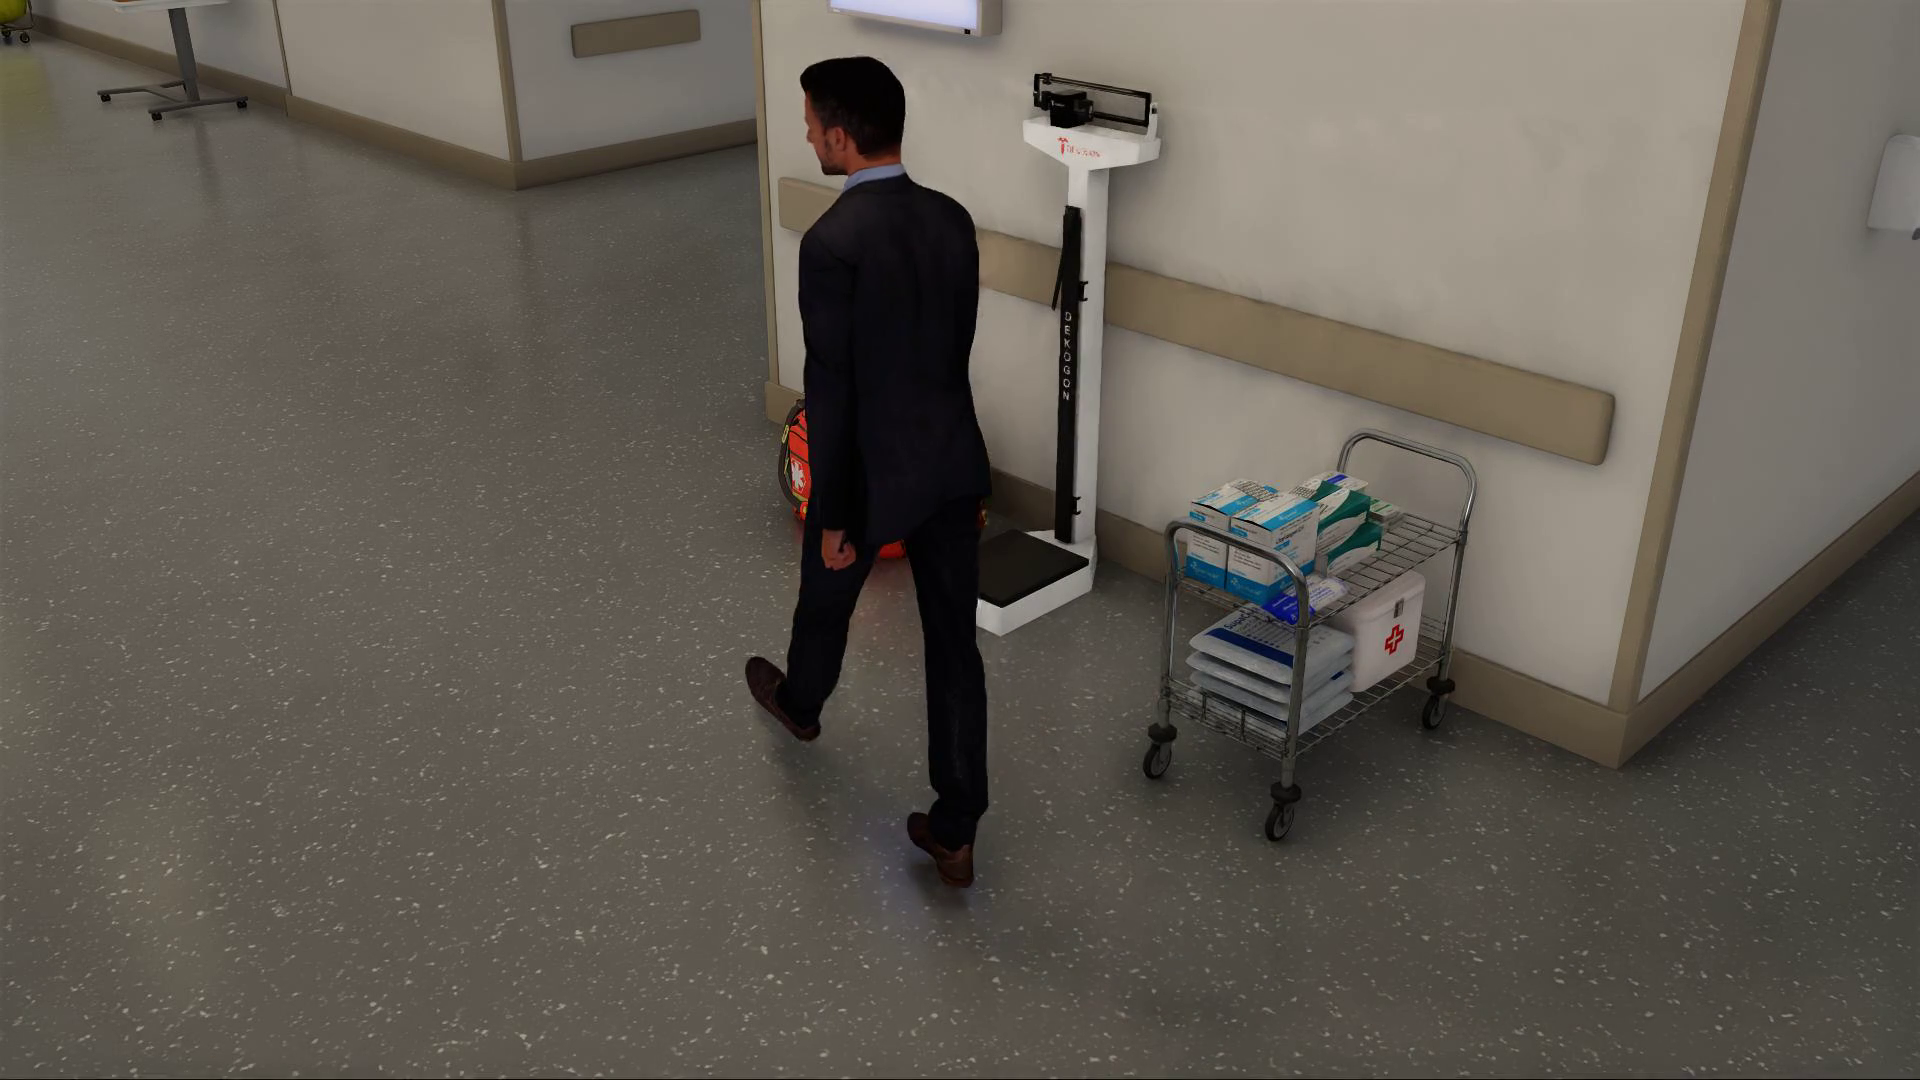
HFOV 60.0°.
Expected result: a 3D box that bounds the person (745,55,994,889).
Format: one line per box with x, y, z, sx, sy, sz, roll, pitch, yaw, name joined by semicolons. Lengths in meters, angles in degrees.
-0.085;-0.080;3.709;0.799;1.802;1.271;-15;30;-29;person
